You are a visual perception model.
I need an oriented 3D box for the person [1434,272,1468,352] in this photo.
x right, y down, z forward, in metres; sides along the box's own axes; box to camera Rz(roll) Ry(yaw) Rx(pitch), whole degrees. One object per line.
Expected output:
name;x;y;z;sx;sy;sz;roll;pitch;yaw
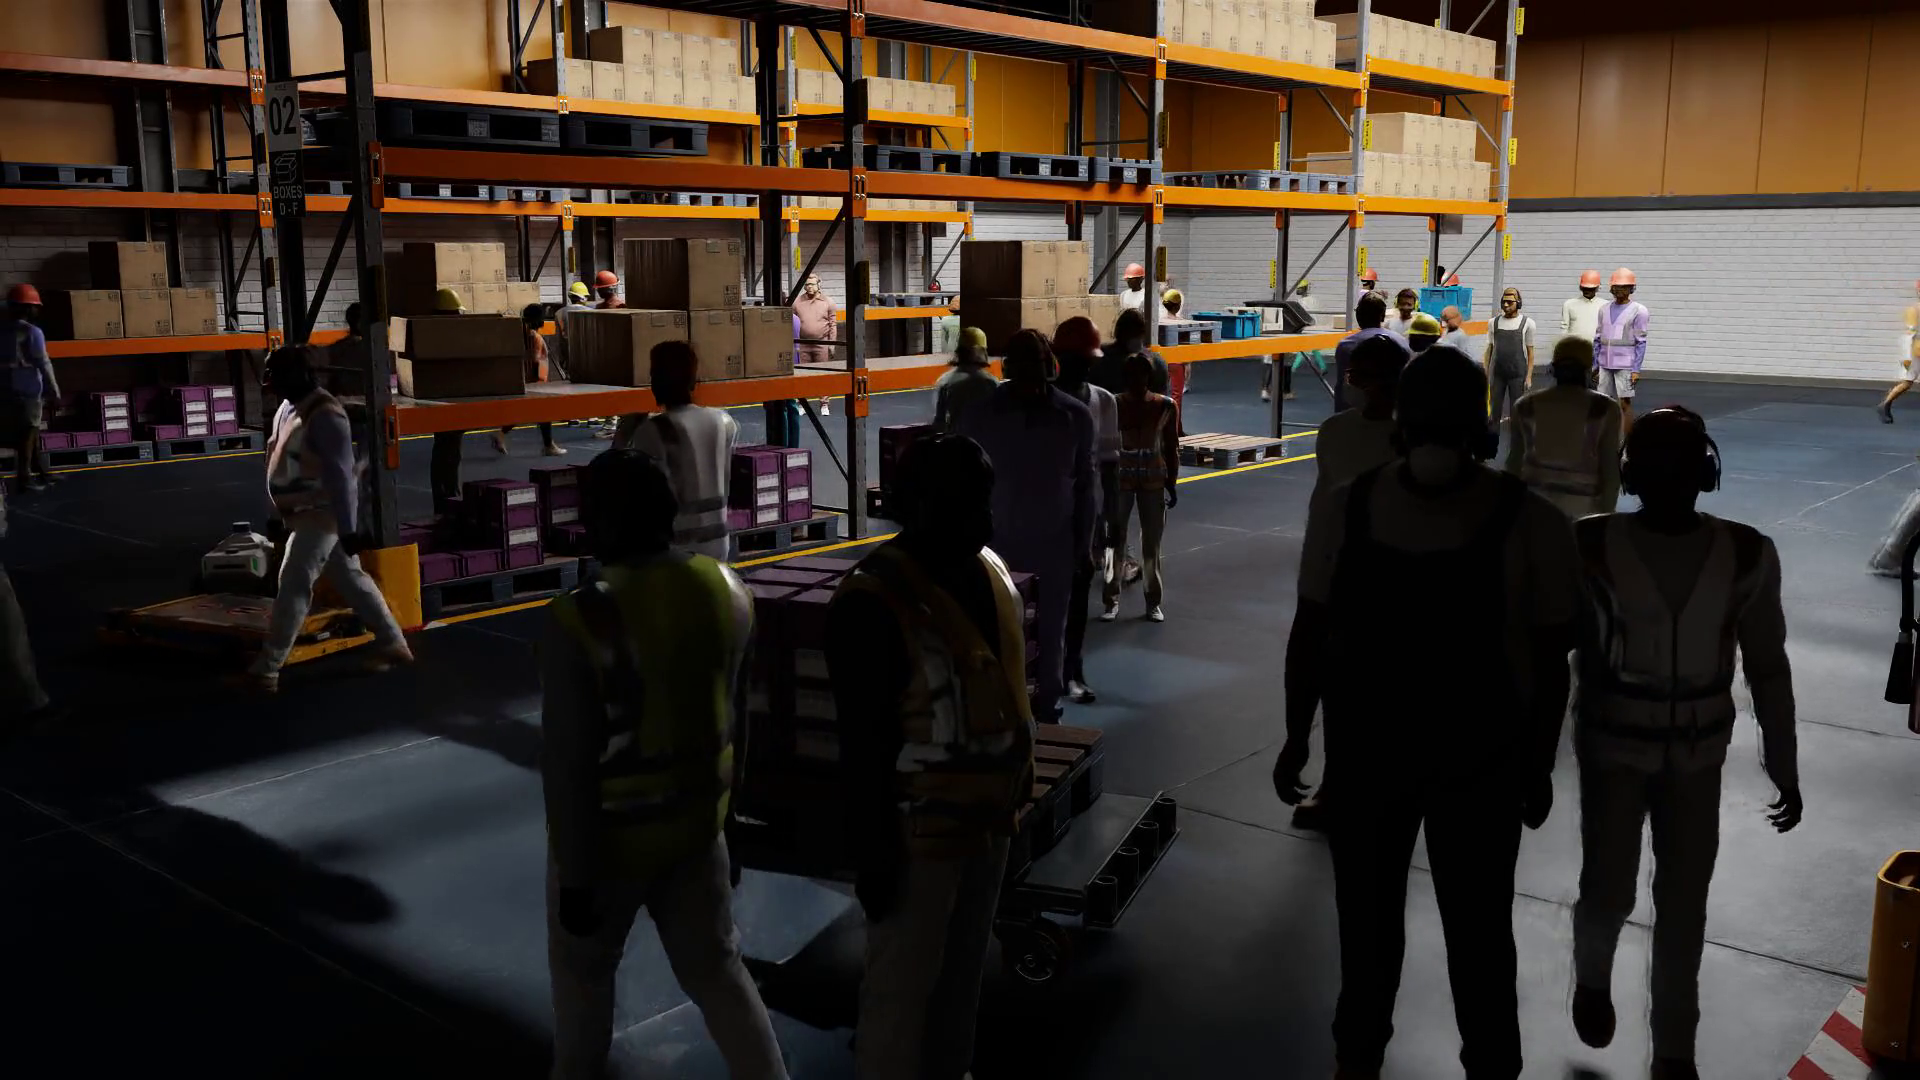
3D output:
person;6.690;-2.697;22.787;0.543;1.932;0.384;9;13;40

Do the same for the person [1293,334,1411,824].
person;1.595;0.184;6.358;0.375;1.936;0.628;-8;13;-40

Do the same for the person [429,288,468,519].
person;-4.178;-1.084;13.600;0.367;1.927;0.587;-8;13;-38

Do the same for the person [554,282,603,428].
person;-4.784;-2.319;20.925;0.592;1.825;0.404;2;10;13

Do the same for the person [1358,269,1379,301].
person;6.224;-3.176;25.483;0.366;1.935;0.552;-7;12;-35

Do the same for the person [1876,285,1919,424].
person;12.073;-2.368;20.993;0.555;1.906;0.912;-3;11;-19

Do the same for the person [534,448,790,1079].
person;-0.708;0.677;3.937;0.932;1.806;0.637;8;13;40

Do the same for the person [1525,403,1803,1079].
person;1.850;0.565;4.399;0.691;1.872;0.468;1;10;4

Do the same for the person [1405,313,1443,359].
person;3.443;-0.809;12.485;0.302;1.772;0.523;-4;11;-21

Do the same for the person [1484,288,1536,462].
person;5.735;-1.714;17.423;0.514;1.843;0.327;6;12;33

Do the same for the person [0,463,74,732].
person;-4.540;0.039;7.654;0.662;1.771;0.763;7;12;34

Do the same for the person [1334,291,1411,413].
person;3.012;-0.863;12.315;0.631;1.940;0.372;-5;11;-25

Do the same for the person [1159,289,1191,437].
person;2.516;-2.083;19.743;0.525;1.772;0.301;9;13;42

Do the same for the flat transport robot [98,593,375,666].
flat transport robot;-4.085;0.485;9.379;1.431;0.197;0.652;5;11;24

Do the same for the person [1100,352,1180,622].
person;1.063;-0.317;10.052;0.522;1.640;0.306;0;10;2

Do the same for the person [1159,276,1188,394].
person;3.176;-3.127;25.502;1.025;1.851;0.628;-9;14;-43

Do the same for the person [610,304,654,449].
person;-2.615;-0.977;13.305;0.542;1.819;0.973;9;13;41

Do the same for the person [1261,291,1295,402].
person;4.685;-2.855;24.456;0.536;1.656;0.850;6;12;32

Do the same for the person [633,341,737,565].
person;-1.265;0.065;7.273;0.649;1.871;0.587;8;13;38

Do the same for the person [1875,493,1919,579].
person;6.869;-0.650;11.343;1.086;1.872;0.665;3;10;15

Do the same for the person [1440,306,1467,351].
person;5.409;-1.813;18.639;0.676;1.607;0.535;-2;10;-12

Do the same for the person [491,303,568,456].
person;-4.664;-1.719;17.932;0.723;1.673;0.535;-6;12;-32

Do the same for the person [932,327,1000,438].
person;0.100;-0.643;11.735;0.491;1.697;0.891;6;12;31

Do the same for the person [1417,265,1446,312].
person;8.014;-3.641;28.047;0.613;1.963;0.361;6;12;30

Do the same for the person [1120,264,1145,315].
person;2.407;-2.790;22.991;0.392;2.039;0.614;-9;14;-43

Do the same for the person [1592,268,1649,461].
person;6.991;-1.865;17.722;0.378;2.043;0.607;-6;12;-33

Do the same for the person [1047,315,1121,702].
person;0.535;-0.154;8.294;0.576;1.925;0.450;-4;11;-21

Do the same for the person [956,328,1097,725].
person;0.292;0.026;7.341;0.643;1.910;0.400;-1;10;-4

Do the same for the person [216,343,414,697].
person;-3.319;-0.122;8.546;1.004;1.782;0.644;-7;12;-34

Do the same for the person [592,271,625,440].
person;-4.107;-2.170;19.618;0.613;1.985;0.402;9;13;41

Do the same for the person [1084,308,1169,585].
person;1.098;-0.652;11.358;0.633;1.850;1.094;-3;10;-14

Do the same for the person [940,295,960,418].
person;-0.019;-2.418;22.035;0.497;1.633;0.284;5;11;25

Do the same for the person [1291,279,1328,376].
person;6.116;-3.723;29.244;0.934;1.713;0.559;-2;10;-10

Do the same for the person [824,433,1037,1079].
person;-0.041;0.665;3.890;0.429;1.841;0.633;6;12;31

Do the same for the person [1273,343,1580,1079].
person;1.162;0.506;4.227;0.697;2.000;0.537;6;12;30

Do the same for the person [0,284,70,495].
person;-8.502;-1.391;15.364;0.574;1.915;0.736;5;11;24

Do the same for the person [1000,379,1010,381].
person;0.897;-3.638;28.180;0.591;1.915;0.393;-3;10;-14

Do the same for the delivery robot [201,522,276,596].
delivery robot;-4.444;0.130;10.326;0.477;0.478;0.707;-2;10;-9

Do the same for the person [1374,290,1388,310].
person;6.248;-2.930;24.952;0.313;1.640;0.532;-7;12;-36

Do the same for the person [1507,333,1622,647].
person;3.329;-0.234;9.134;0.626;1.788;0.890;6;12;32

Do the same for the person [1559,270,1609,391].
person;7.631;-2.293;20.322;0.610;1.985;0.393;2;10;11

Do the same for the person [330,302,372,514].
person;-5.020;-1.056;13.782;0.515;1.826;0.880;5;11;28

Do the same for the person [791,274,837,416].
person;-1.983;-2.616;22.387;0.641;1.908;0.407;1;10;3

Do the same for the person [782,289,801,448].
person;-1.890;-1.761;17.700;0.390;1.842;0.563;5;11;27

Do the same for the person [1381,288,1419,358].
person;4.541;-1.663;17.136;0.575;1.840;0.651;4;11;23
